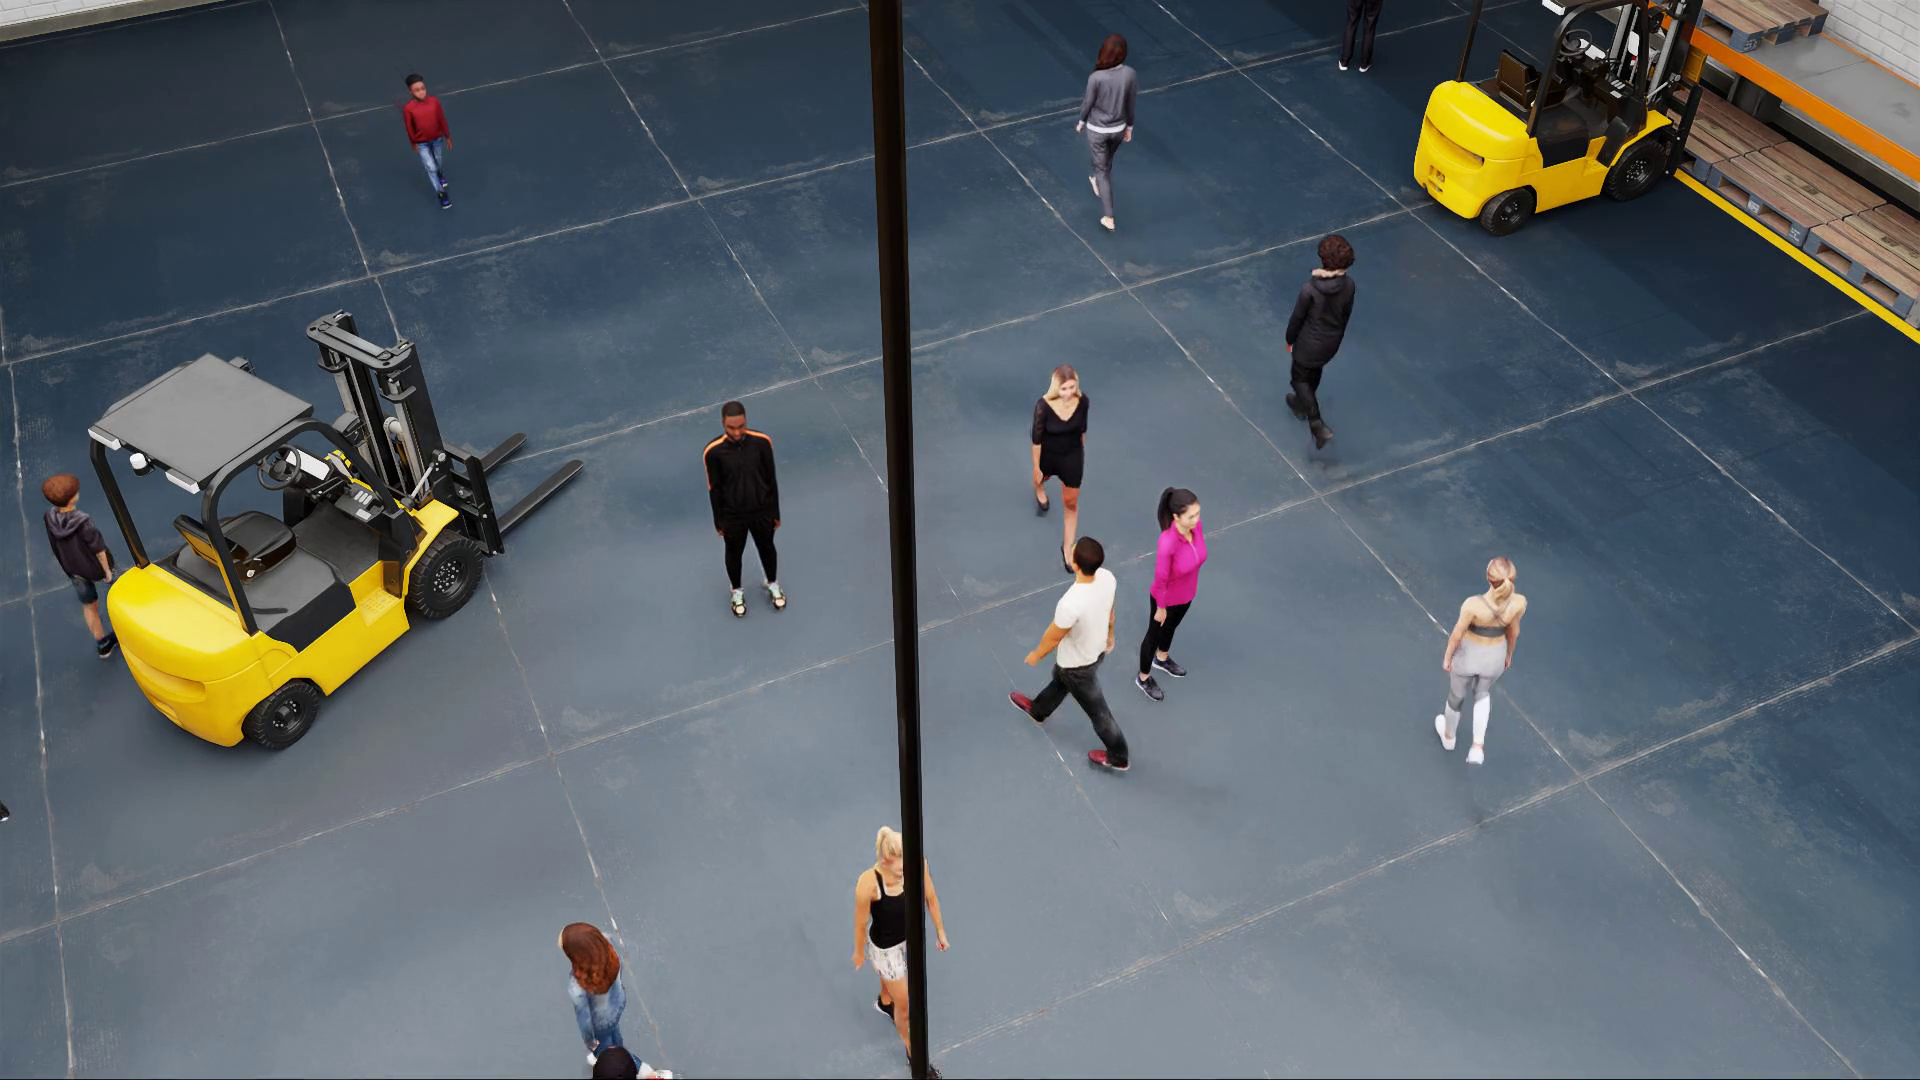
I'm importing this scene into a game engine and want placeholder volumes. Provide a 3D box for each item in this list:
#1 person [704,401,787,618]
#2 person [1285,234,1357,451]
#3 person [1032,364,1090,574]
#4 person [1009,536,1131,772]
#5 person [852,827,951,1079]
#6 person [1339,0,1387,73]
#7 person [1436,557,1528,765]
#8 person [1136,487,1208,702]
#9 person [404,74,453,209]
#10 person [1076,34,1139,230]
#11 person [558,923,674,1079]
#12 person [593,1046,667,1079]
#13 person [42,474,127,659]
[{"bbox_3d":[-1.443,-0.229,11.235,0.637,1.806,0.570,-12,45,-12],"label":"person"},{"bbox_3d":[2.731,-1.470,12.574,0.722,1.756,1.102,-12,45,-12],"label":"person"},{"bbox_3d":[0.671,-0.634,11.792,0.737,1.623,1.145,-9,44,-9],"label":"person"},{"bbox_3d":[0.832,0.758,10.246,1.254,1.750,1.080,22,48,21],"label":"person"},{"bbox_3d":[-0.386,2.047,8.830,0.764,1.827,0.953,-31,52,-28],"label":"person"},{"bbox_3d":[4.146,-5.628,16.944,0.665,1.748,0.712,11,45,12],"label":"person"},{"bbox_3d":[3.213,0.795,10.239,0.775,1.697,0.907,0,44,0],"label":"person"},{"bbox_3d":[1.368,0.323,10.741,0.691,1.698,0.676,30,51,28],"label":"person"},{"bbox_3d":[-4.928,-3.740,15.346,0.597,1.218,0.918,-26,49,-25],"label":"person"},{"bbox_3d":[1.335,-3.612,14.841,0.704,1.729,1.116,-12,45,-13],"label":"person"},{"bbox_3d":[-1.801,2.459,8.661,0.904,1.463,0.855,13,45,13],"label":"person"},{"bbox_3d":[-1.510,3.066,7.835,0.688,1.735,1.067,-14,45,-14],"label":"person"},{"bbox_3d":[-5.828,0.209,11.055,0.817,1.420,0.948,4,44,5],"label":"person"}]
